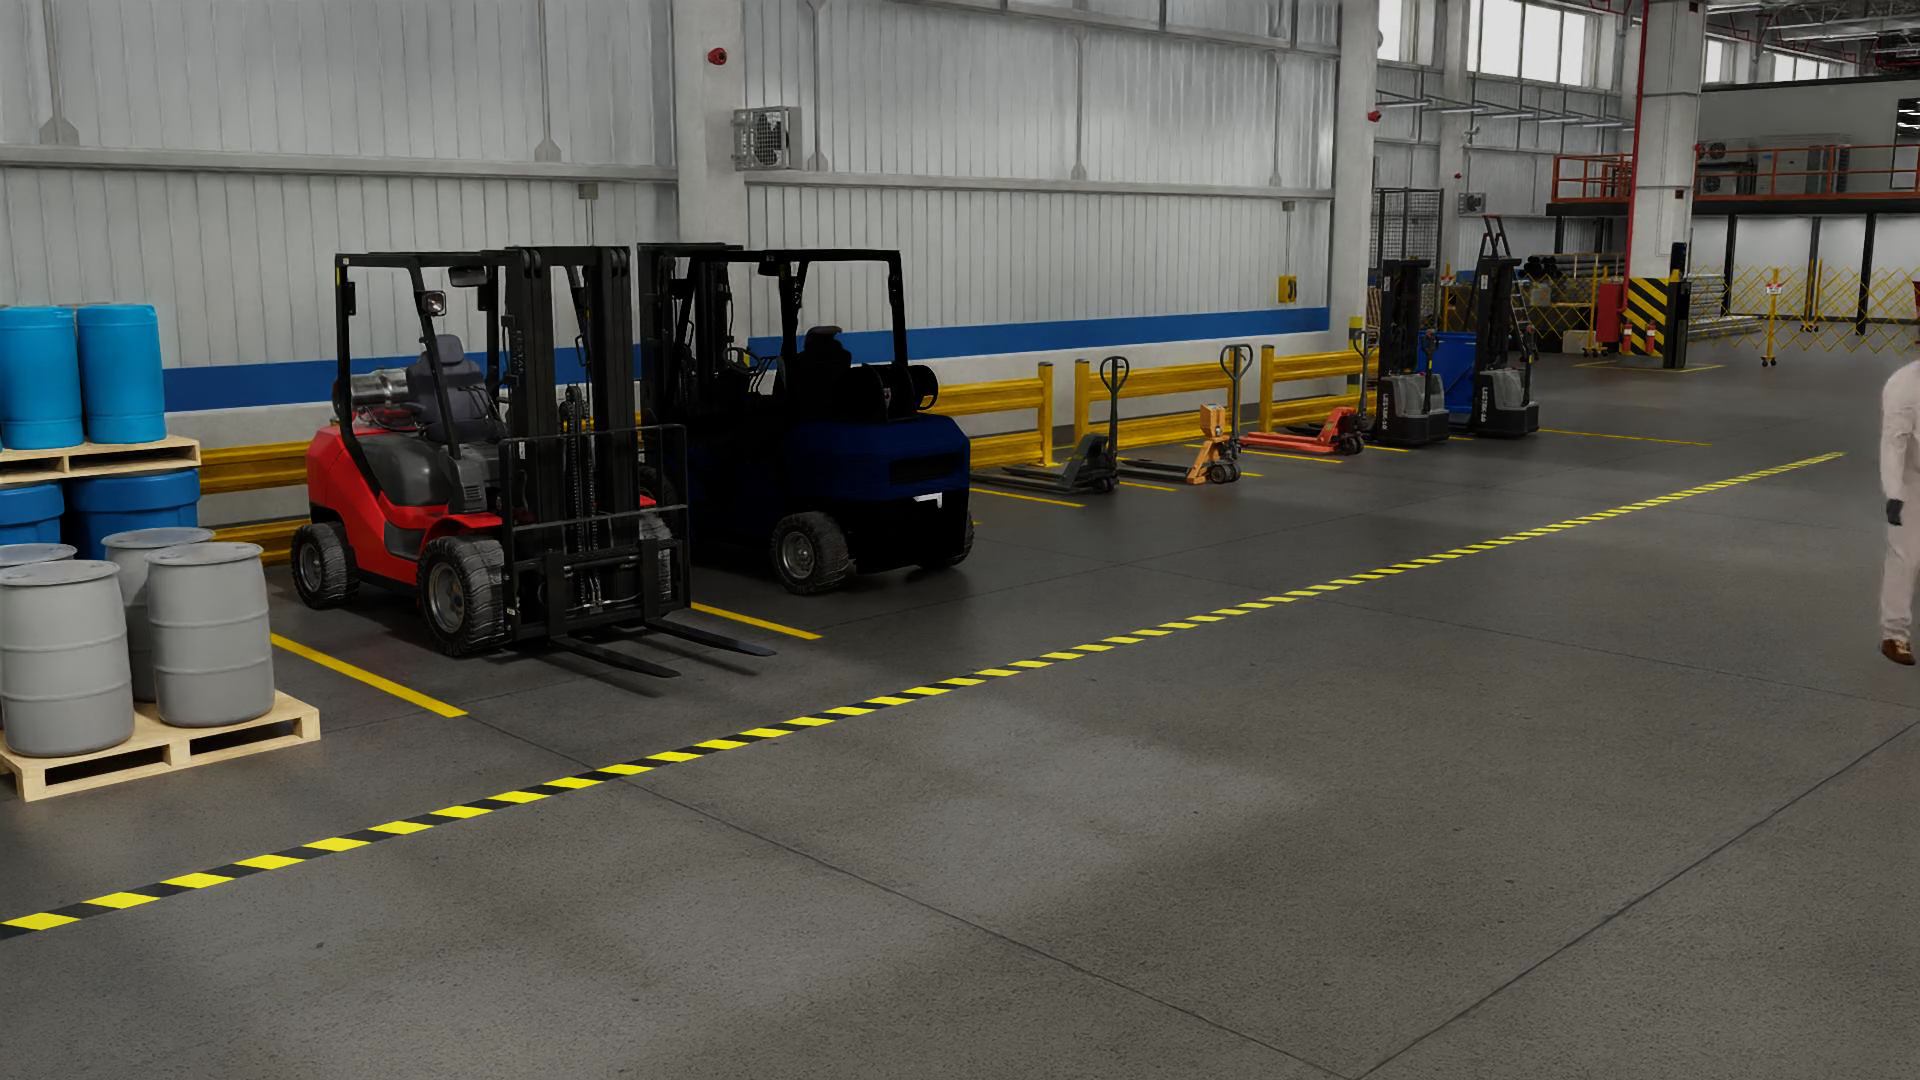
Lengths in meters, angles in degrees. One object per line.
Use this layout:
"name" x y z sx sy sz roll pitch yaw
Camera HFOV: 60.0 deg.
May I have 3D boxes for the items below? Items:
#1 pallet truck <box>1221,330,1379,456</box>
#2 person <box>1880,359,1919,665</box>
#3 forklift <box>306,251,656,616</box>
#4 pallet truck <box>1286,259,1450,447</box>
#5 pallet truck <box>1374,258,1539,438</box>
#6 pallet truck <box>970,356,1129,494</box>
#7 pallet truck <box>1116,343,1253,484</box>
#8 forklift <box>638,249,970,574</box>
"pallet truck" 3.563 -1.581 17.381 0.653 1.274 1.630 -10 14 -44
"person" 5.023 -0.230 8.463 0.661 1.879 0.845 1 10 8
"forklift" -2.833 -0.669 9.694 1.157 1.987 2.680 -10 14 -44
"pallet truck" 4.493 -2.078 18.196 0.823 1.965 1.885 -9 14 -40
"pallet truck" 5.704 -2.208 18.901 1.885 1.965 0.823 10 14 43
"pallet truck" 0.784 -1.085 14.876 0.680 1.201 1.601 -10 14 -44
"pallet truck" 1.962 -1.215 15.415 1.522 1.261 0.704 10 14 43
"forklift" -1.173 -0.958 11.239 2.680 1.987 1.157 10 14 43
